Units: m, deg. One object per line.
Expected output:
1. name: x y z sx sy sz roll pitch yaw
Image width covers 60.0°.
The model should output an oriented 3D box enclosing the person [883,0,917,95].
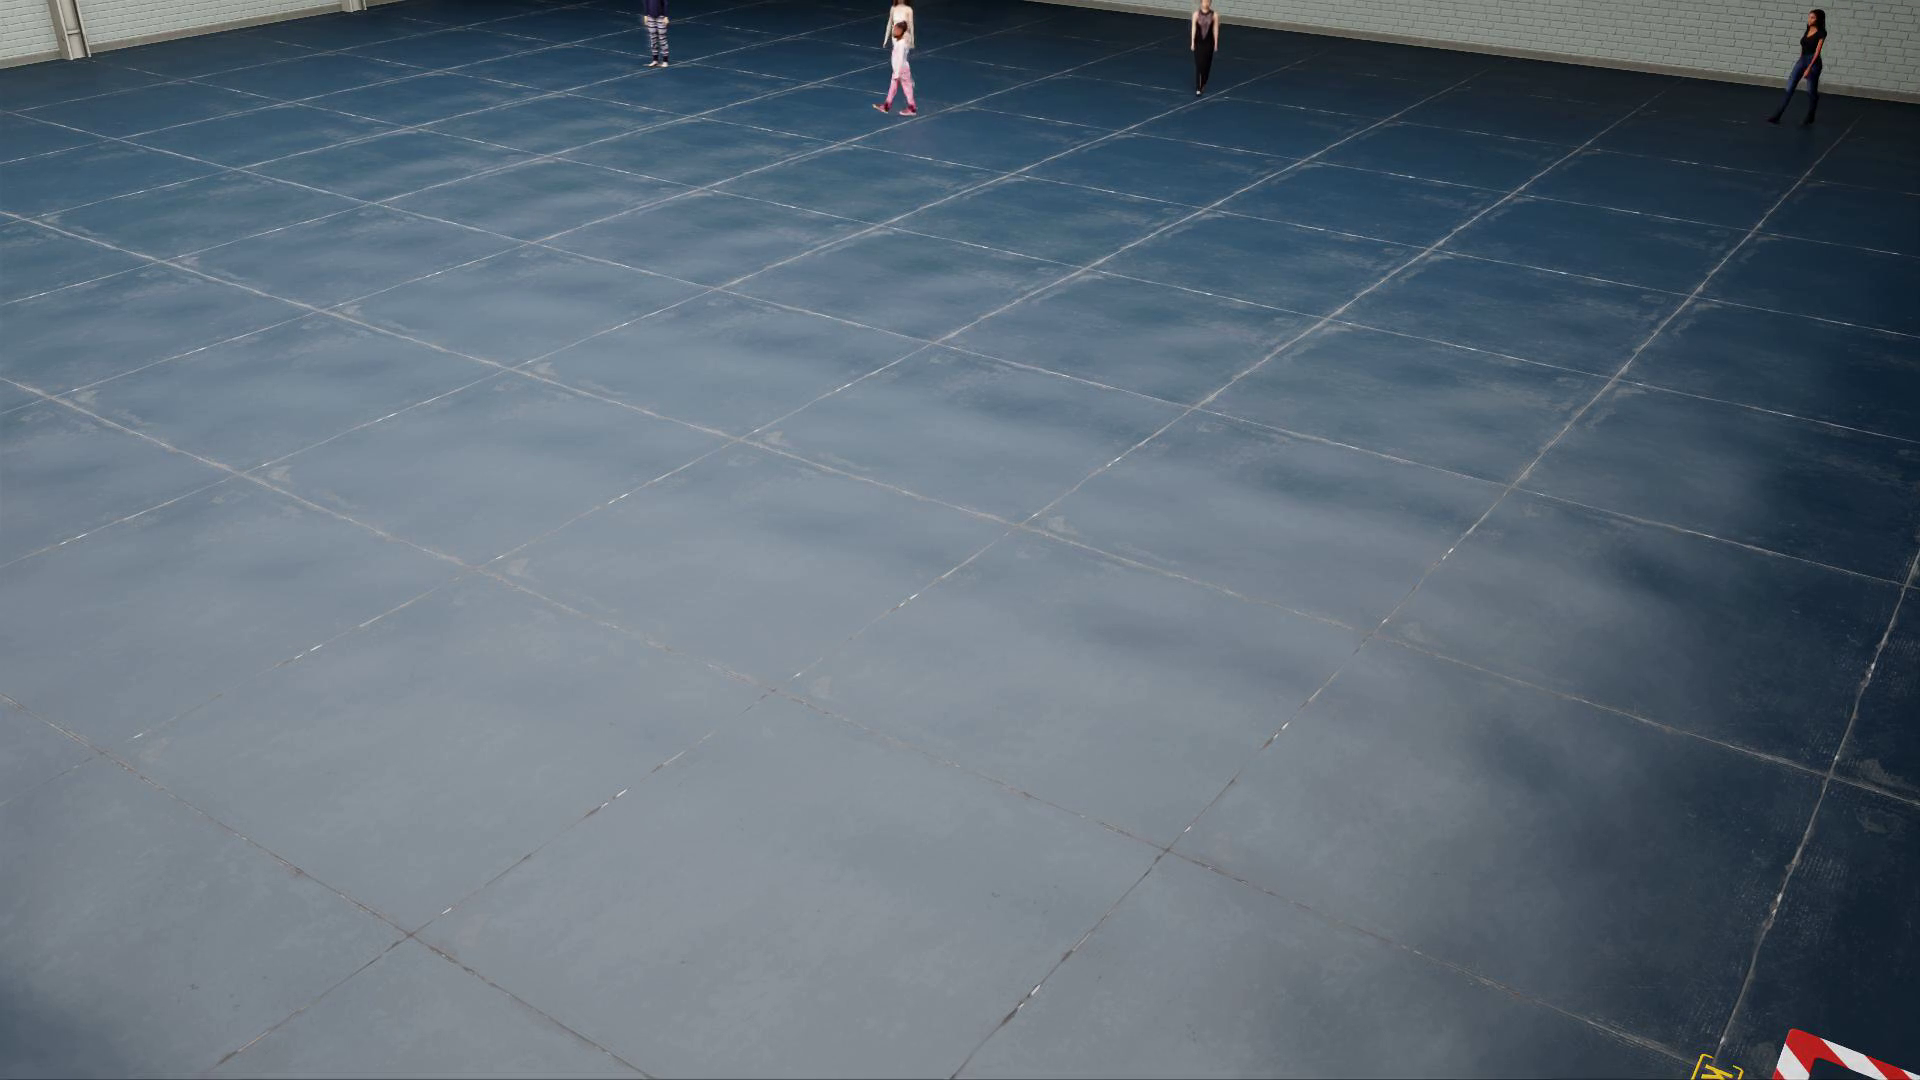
1. person: -0.890 -8.045 26.913 0.591 1.690 1.033 18 32 30

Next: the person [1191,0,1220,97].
1. person: 3.990 -8.072 27.100 0.895 1.566 1.093 3 27 6

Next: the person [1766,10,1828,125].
1. person: 12.827 -7.062 25.009 1.209 1.684 0.956 -12 30 -22

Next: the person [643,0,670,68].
1. person: -5.284 -9.152 29.014 0.671 1.733 0.635 7 28 13

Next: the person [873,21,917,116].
1. person: -0.839 -7.282 25.723 0.979 1.423 0.898 -6 28 -12
